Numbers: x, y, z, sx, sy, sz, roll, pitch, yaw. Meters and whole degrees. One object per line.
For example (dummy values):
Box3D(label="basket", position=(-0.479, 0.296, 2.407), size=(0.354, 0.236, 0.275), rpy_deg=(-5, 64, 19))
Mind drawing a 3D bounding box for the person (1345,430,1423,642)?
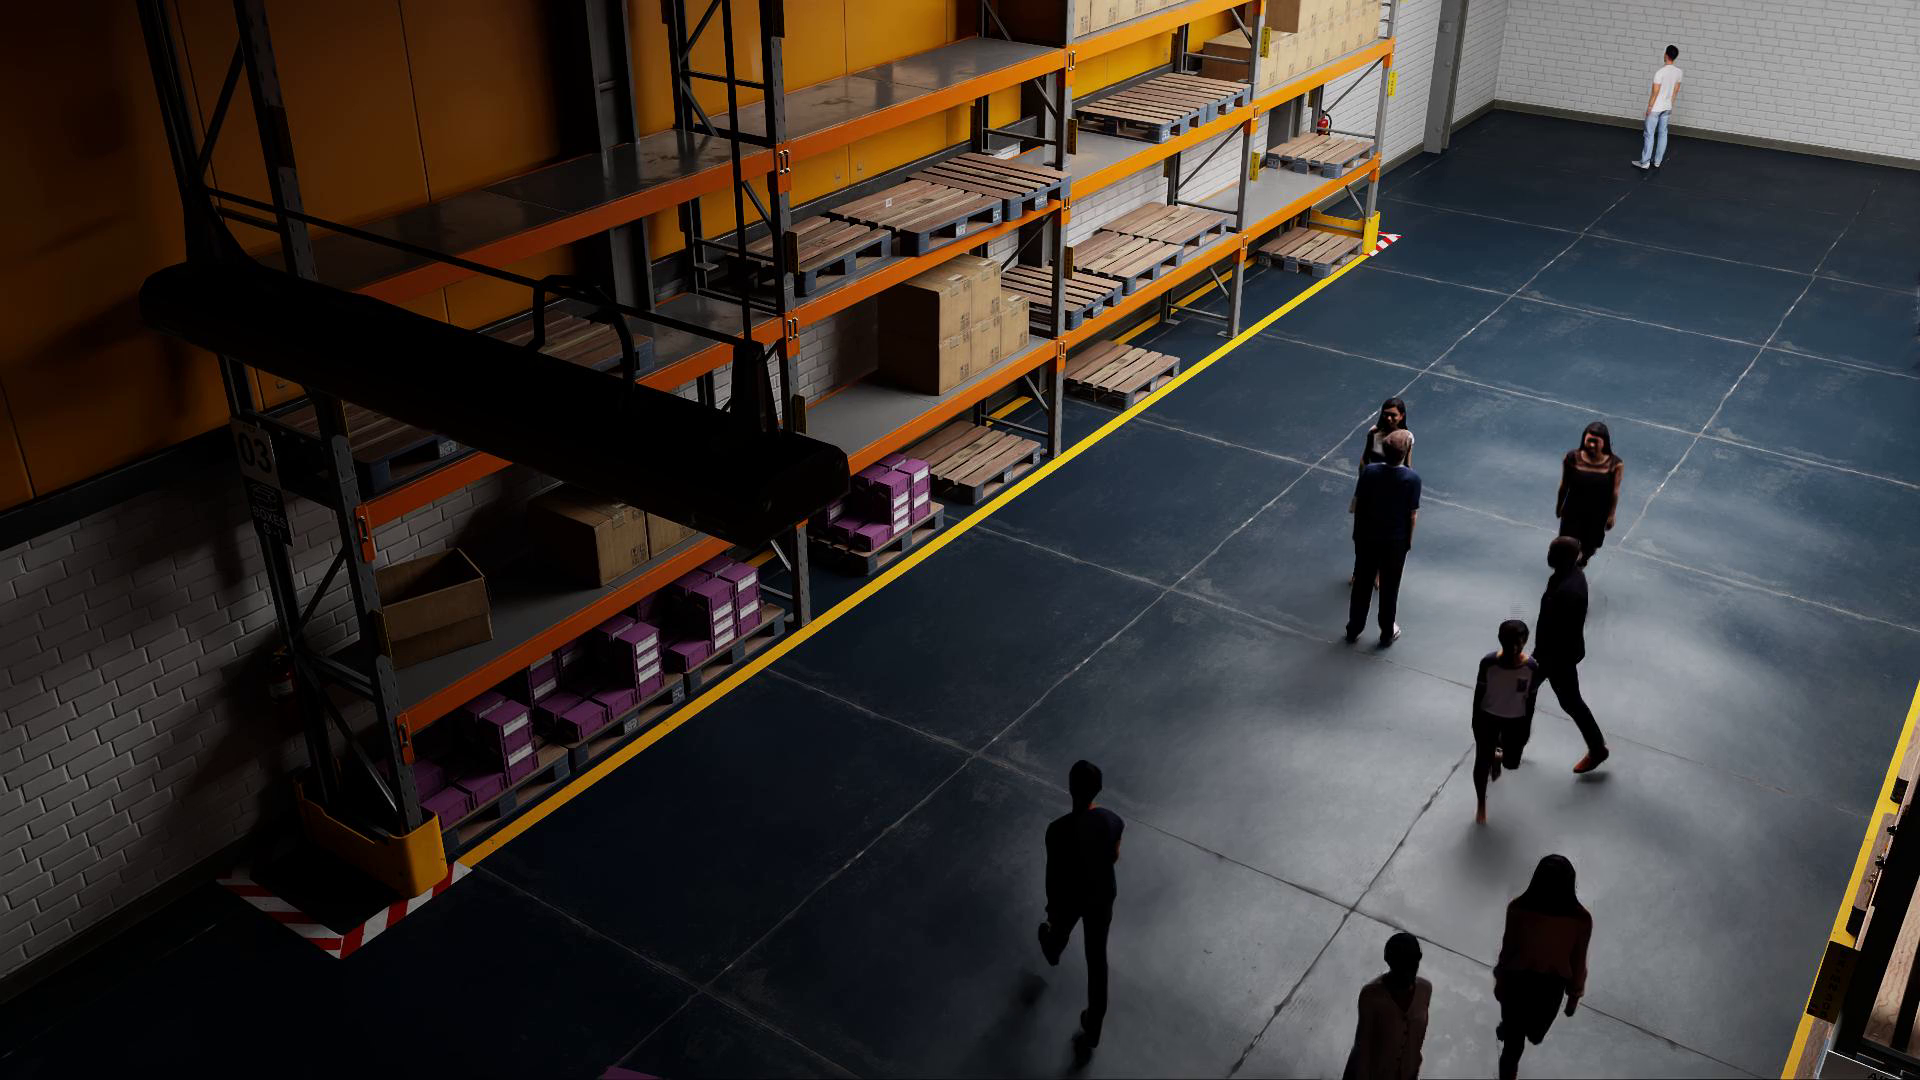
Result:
Box3D(label="person", position=(3.436, -0.033, 13.493), size=(0.724, 1.882, 0.705), rpy_deg=(12, 31, 20))

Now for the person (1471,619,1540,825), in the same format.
Box3D(label="person", position=(3.774, 1.202, 11.575), size=(0.731, 1.549, 0.892), rpy_deg=(7, 29, 13))

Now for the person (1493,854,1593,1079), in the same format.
Box3D(label="person", position=(3.135, 2.413, 9.108), size=(0.850, 1.787, 1.081), rpy_deg=(7, 29, 12))

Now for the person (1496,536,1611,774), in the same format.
Box3D(label="person", position=(4.392, 0.867, 11.965), size=(1.063, 1.764, 1.194), rpy_deg=(4, 29, 8))

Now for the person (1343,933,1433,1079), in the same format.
Box3D(label="person", position=(2.135, 2.696, 8.654), size=(1.100, 1.725, 1.178), rpy_deg=(-5, 29, -8))

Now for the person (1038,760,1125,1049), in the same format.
Box3D(label="person", position=(0.756, 2.147, 9.652), size=(1.138, 1.733, 1.192), rpy_deg=(-5, 29, -10))

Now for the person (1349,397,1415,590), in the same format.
Box3D(label="person", position=(3.616, -0.401, 14.278), size=(0.711, 1.775, 0.714), rpy_deg=(10, 30, 18))

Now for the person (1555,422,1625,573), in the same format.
Box3D(label="person", position=(5.289, -0.227, 14.048), size=(0.791, 1.690, 1.082), rpy_deg=(11, 31, 20))

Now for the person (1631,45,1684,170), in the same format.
Box3D(label="person", position=(10.842, -6.706, 25.742), size=(0.707, 1.867, 0.820), rpy_deg=(-11, 30, -19))
